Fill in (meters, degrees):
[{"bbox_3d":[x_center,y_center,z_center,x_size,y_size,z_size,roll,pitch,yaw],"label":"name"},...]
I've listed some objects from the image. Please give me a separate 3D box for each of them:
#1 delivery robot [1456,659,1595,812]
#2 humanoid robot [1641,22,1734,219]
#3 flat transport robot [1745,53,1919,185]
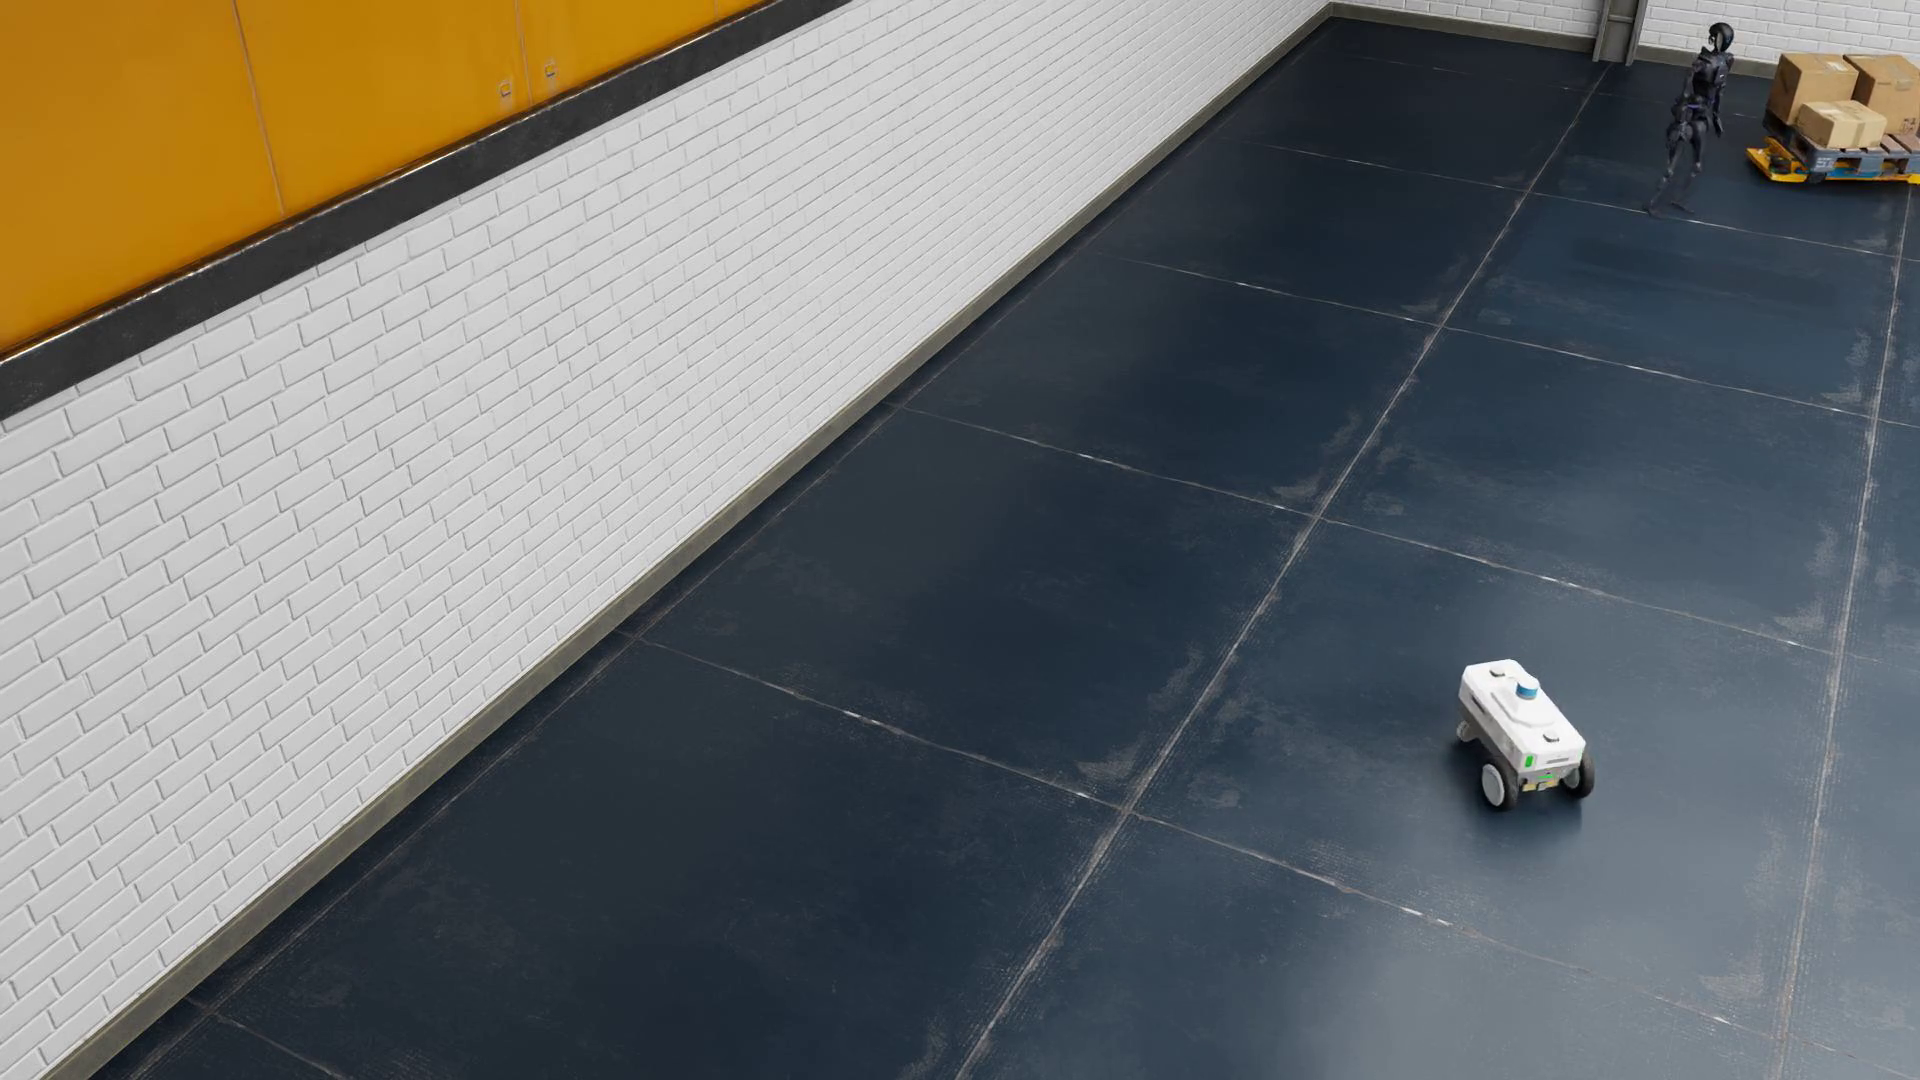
[{"bbox_3d":[2.804,0.944,8.309,0.524,0.586,0.736,-8,35,-12],"label":"delivery robot"},{"bbox_3d":[6.179,-3.533,13.970,0.596,1.644,0.316,-19,38,-26],"label":"humanoid robot"},{"bbox_3d":[7.988,-3.448,15.107,1.431,0.231,0.659,1,34,1],"label":"flat transport robot"}]
